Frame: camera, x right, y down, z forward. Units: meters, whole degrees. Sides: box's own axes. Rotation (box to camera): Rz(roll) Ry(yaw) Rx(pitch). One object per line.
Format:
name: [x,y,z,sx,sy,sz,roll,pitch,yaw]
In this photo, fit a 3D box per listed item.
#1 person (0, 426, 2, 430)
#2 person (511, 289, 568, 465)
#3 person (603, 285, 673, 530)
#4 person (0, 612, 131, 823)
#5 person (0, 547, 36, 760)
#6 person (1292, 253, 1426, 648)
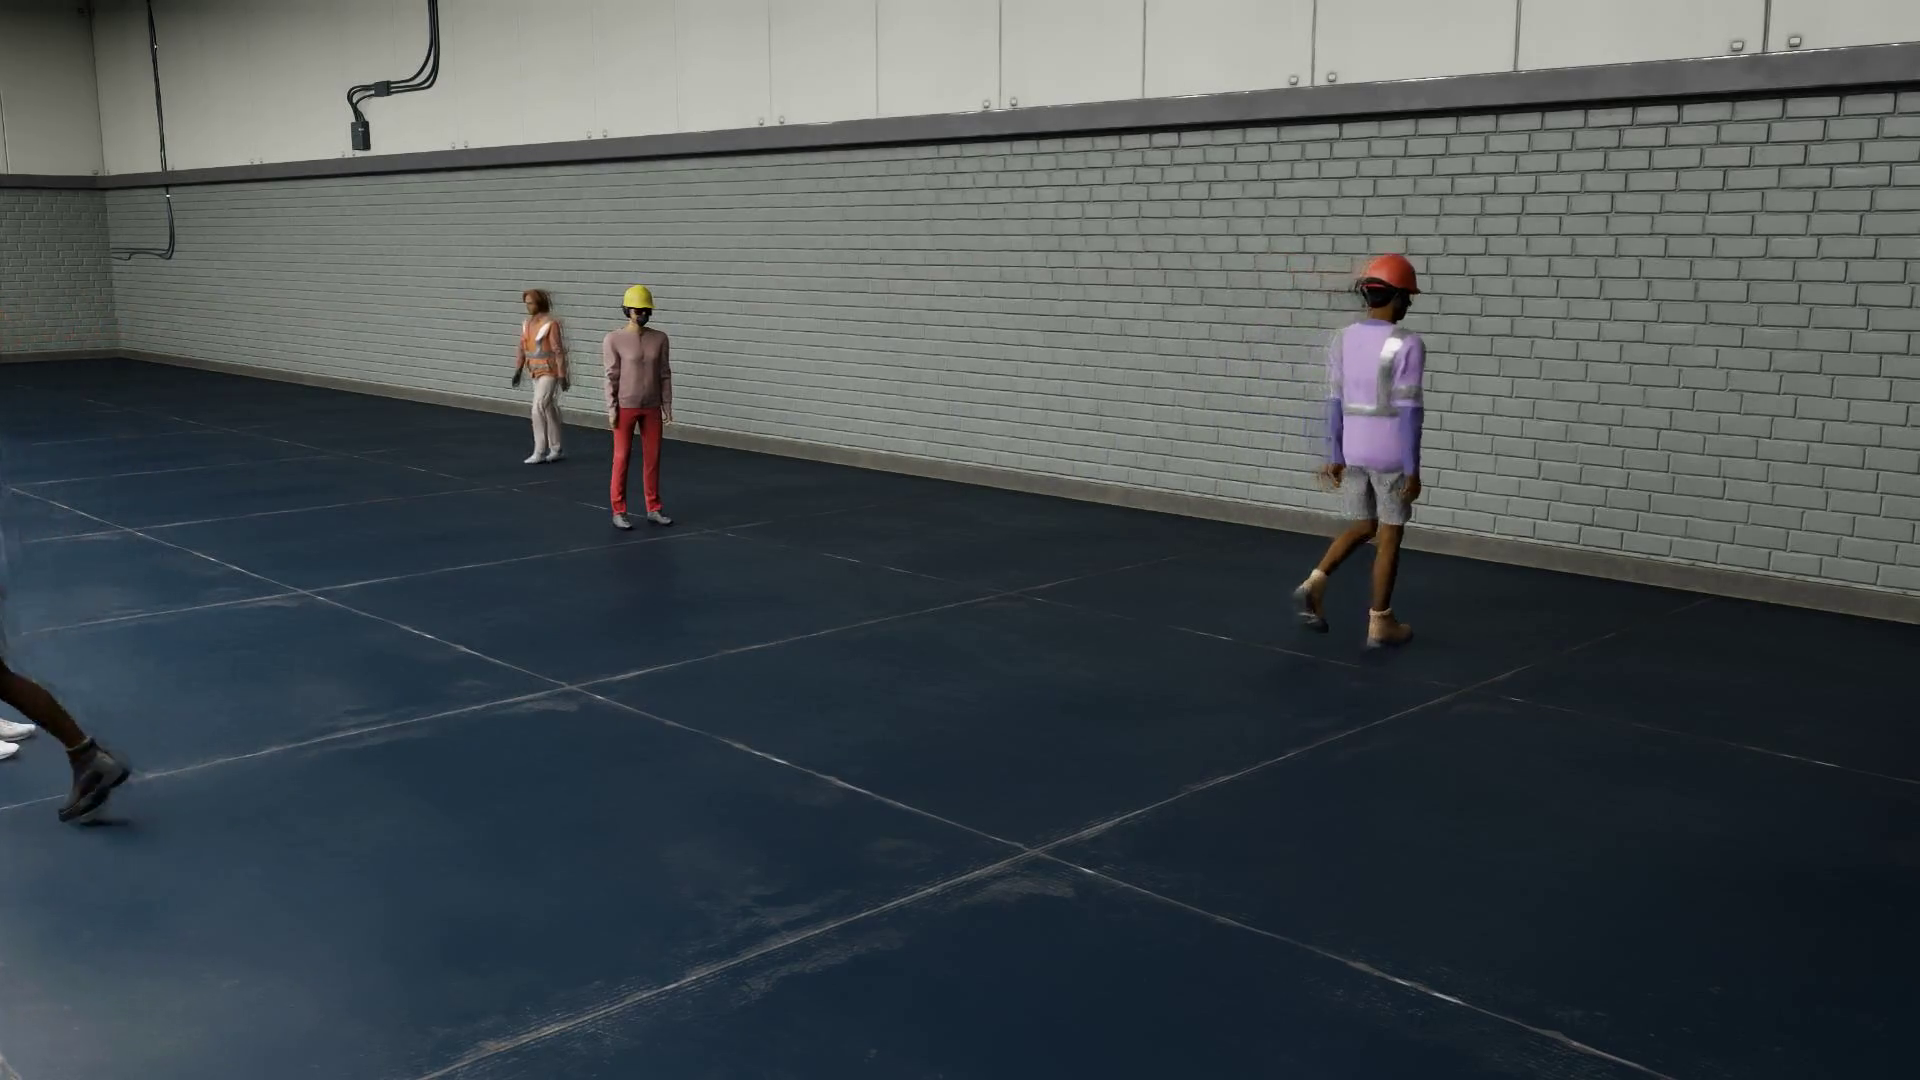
person: [-10.840,-2.048,17.839,0.591,1.815,0.820,6,12,28]
person: [-3.917,-1.496,15.350,0.535,1.615,0.665,10,14,44]
person: [-2.318,-0.961,12.054,0.522,1.759,0.349,-8,13,-38]
person: [-3.476,0.116,5.808,0.931,1.905,0.555,-1,10,-6]
person: [-4.059,-0.053,6.782,0.328,1.873,0.518,-3,11,-16]
person: [2.084,-0.439,8.491,0.619,2.026,0.606,-6,12,-29]
